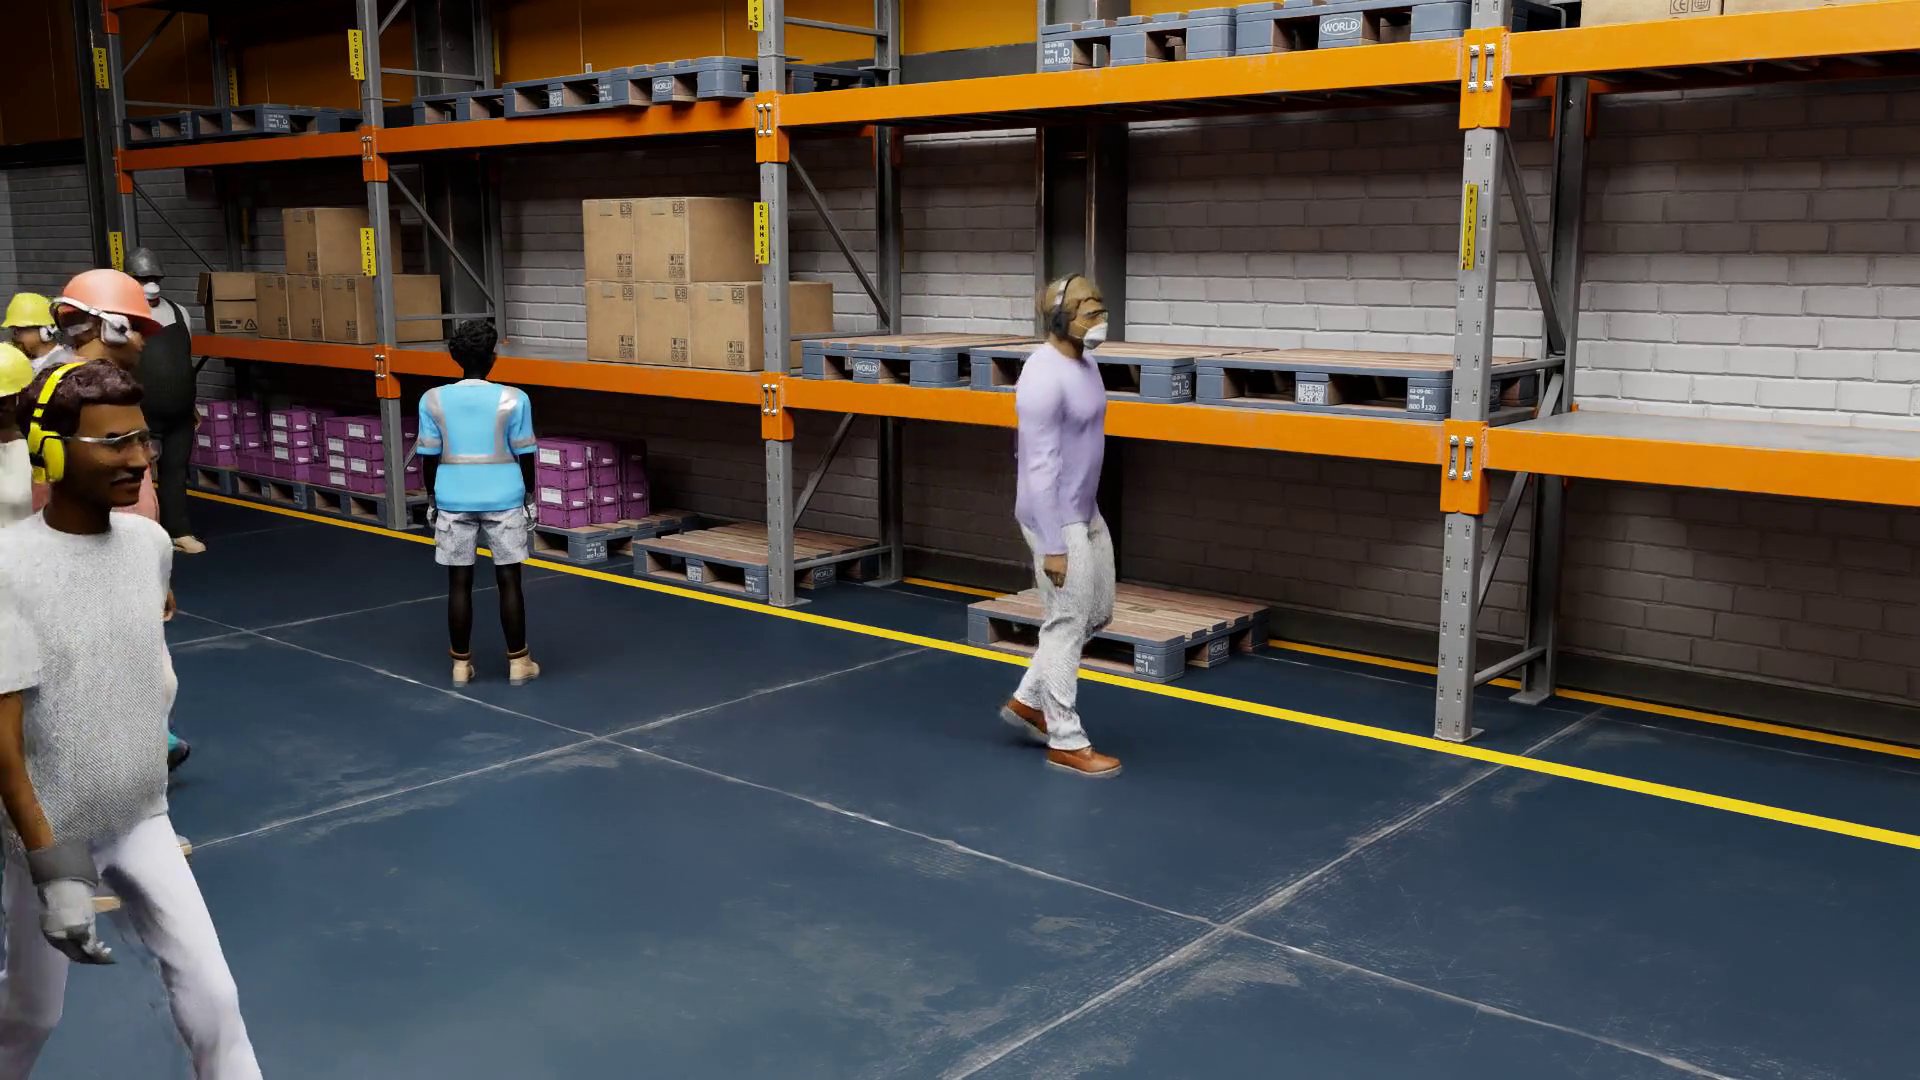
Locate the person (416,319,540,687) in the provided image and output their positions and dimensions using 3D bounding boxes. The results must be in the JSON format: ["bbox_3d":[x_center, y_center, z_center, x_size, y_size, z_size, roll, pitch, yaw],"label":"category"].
[{"bbox_3d":[-2.211,-0.164,7.685,0.540,1.697,0.317,-1,10,-4],"label":"person"}]

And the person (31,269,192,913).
[{"bbox_3d":[-2.692,0.132,5.276,0.419,1.960,0.665,-3,10,-17],"label":"person"}]

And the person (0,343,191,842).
[{"bbox_3d":[-3.142,0.157,5.809,0.529,1.718,0.825,4,11,23],"label":"person"}]

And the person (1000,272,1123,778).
[{"bbox_3d":[0.413,-0.059,6.428,0.472,1.933,0.690,4,11,20],"label":"person"}]

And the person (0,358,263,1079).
[{"bbox_3d":[-1.645,0.565,3.211,0.989,1.816,0.518,4,11,22],"label":"person"}]

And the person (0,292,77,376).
[{"bbox_3d":[-4.859,-0.451,9.056,0.581,1.797,0.861,7,12,35],"label":"person"}]

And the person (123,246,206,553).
[{"bbox_3d":[-5.236,-0.888,10.836,0.536,2.000,0.688,6,12,32],"label":"person"}]
